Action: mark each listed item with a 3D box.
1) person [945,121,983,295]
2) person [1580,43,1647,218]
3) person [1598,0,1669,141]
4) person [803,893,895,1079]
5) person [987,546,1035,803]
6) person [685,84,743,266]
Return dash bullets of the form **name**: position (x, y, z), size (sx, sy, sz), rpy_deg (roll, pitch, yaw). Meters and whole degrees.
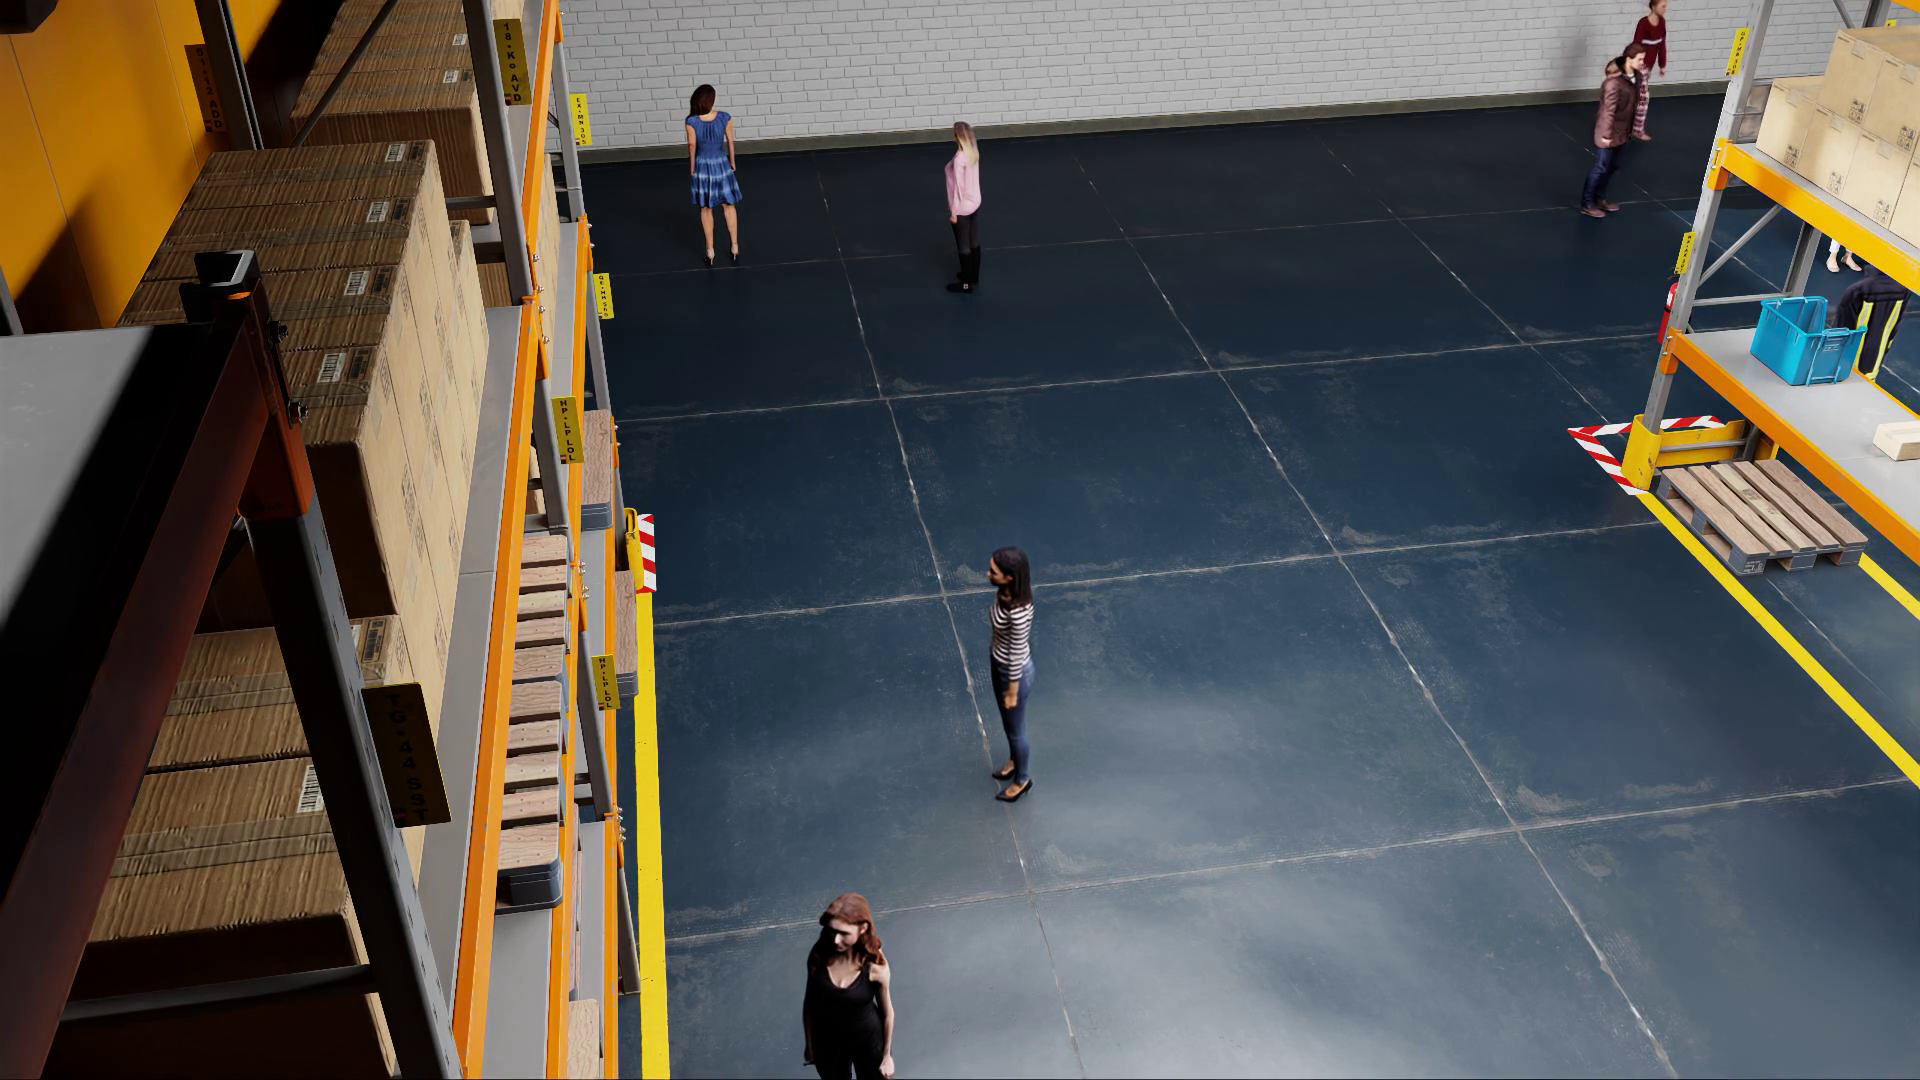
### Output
- **person**: position (0.056, -3.196, 15.938), size (0.746, 1.687, 0.657), rpy_deg (14, 36, 20)
- **person**: position (6.870, -4.325, 17.497), size (0.862, 1.841, 0.879), rpy_deg (-28, 43, -35)
- **person**: position (7.946, -5.588, 19.559), size (0.940, 1.662, 1.126), rpy_deg (-24, 40, -31)
- **person**: position (-0.494, 2.274, 7.654), size (0.658, 1.748, 0.648), rpy_deg (7, 34, 11)
- **person**: position (0.310, 0.798, 9.833), size (0.630, 1.793, 0.439), rpy_deg (-7, 34, -10)
- **person**: position (-2.451, -3.621, 16.470), size (0.708, 1.805, 0.635), rpy_deg (-12, 35, -17)
